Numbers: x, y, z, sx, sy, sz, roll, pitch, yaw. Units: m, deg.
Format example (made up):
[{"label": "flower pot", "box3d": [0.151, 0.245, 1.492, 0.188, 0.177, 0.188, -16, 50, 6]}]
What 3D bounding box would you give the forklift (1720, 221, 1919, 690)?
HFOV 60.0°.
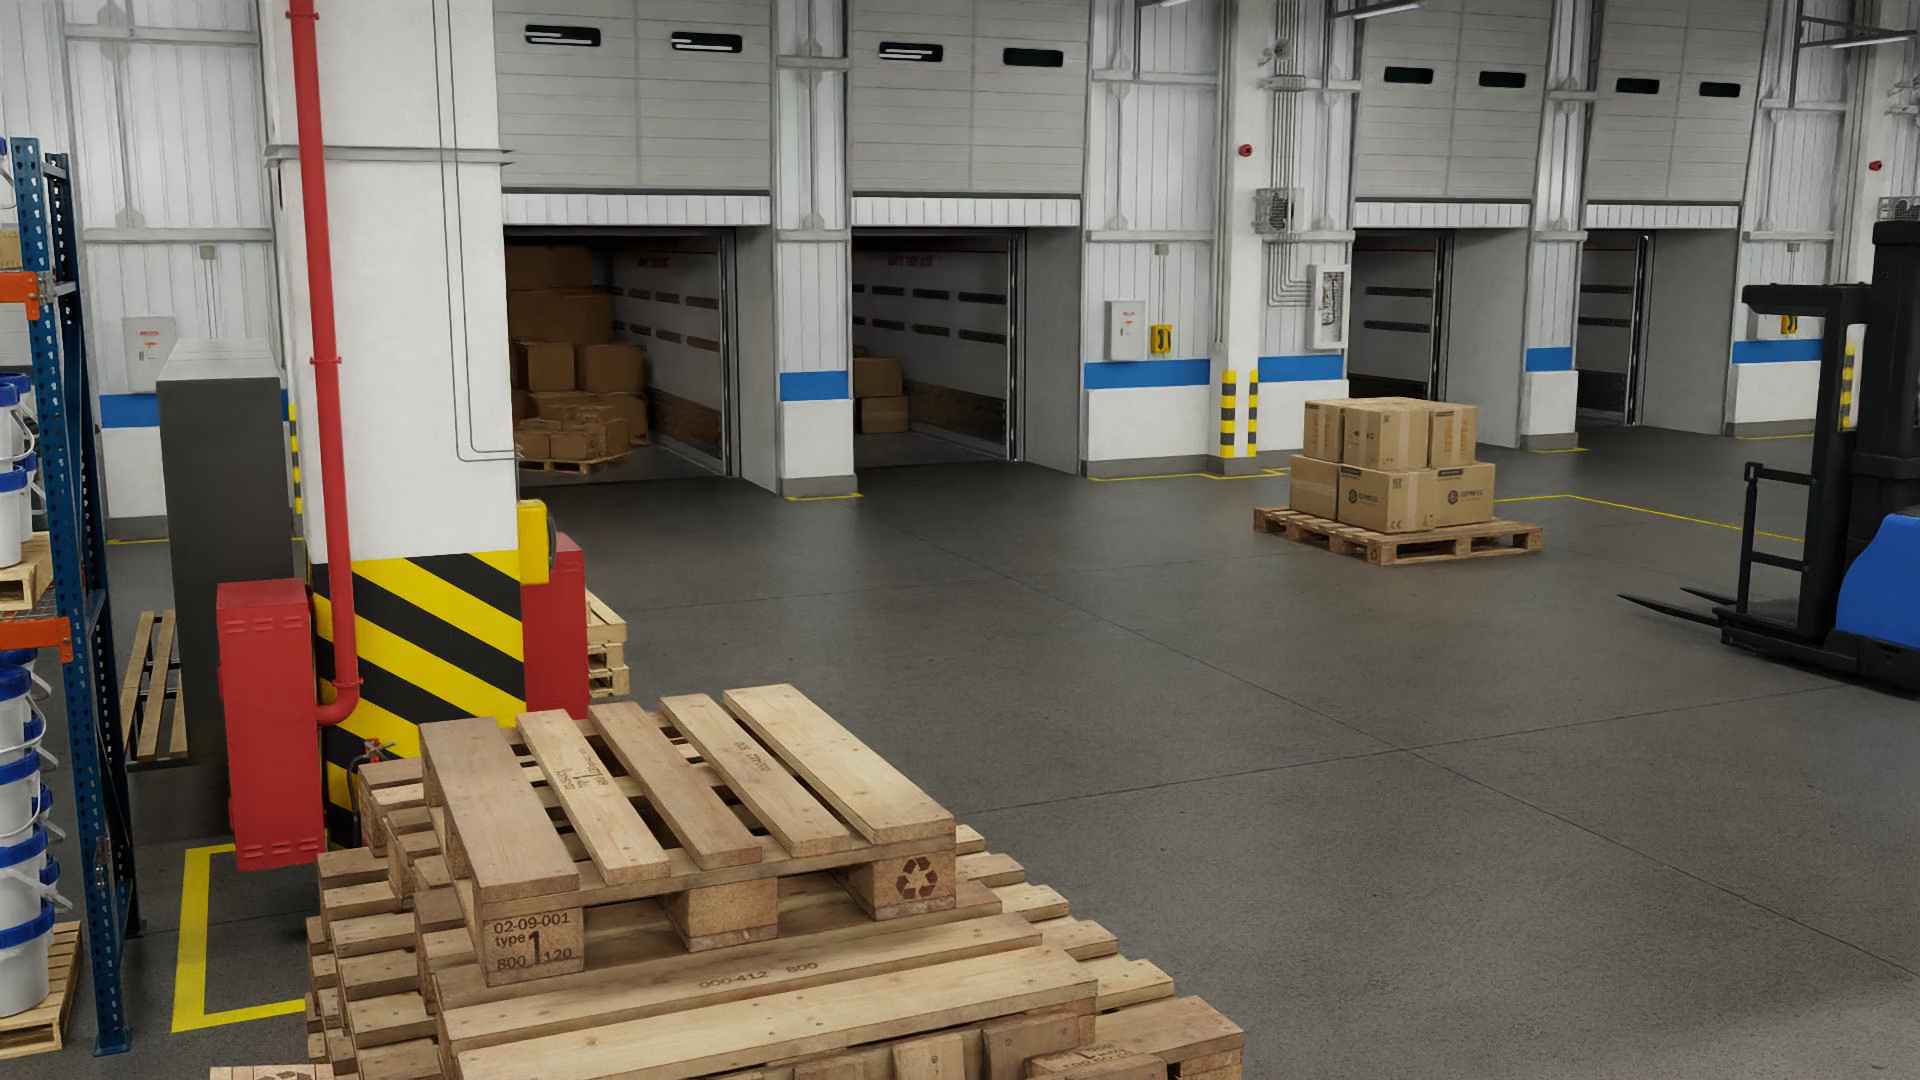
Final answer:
[{"label": "forklift", "box3d": [5.954, -0.550, 10.217, 1.129, 2.768, 1.873, -4, 11, -23]}]
